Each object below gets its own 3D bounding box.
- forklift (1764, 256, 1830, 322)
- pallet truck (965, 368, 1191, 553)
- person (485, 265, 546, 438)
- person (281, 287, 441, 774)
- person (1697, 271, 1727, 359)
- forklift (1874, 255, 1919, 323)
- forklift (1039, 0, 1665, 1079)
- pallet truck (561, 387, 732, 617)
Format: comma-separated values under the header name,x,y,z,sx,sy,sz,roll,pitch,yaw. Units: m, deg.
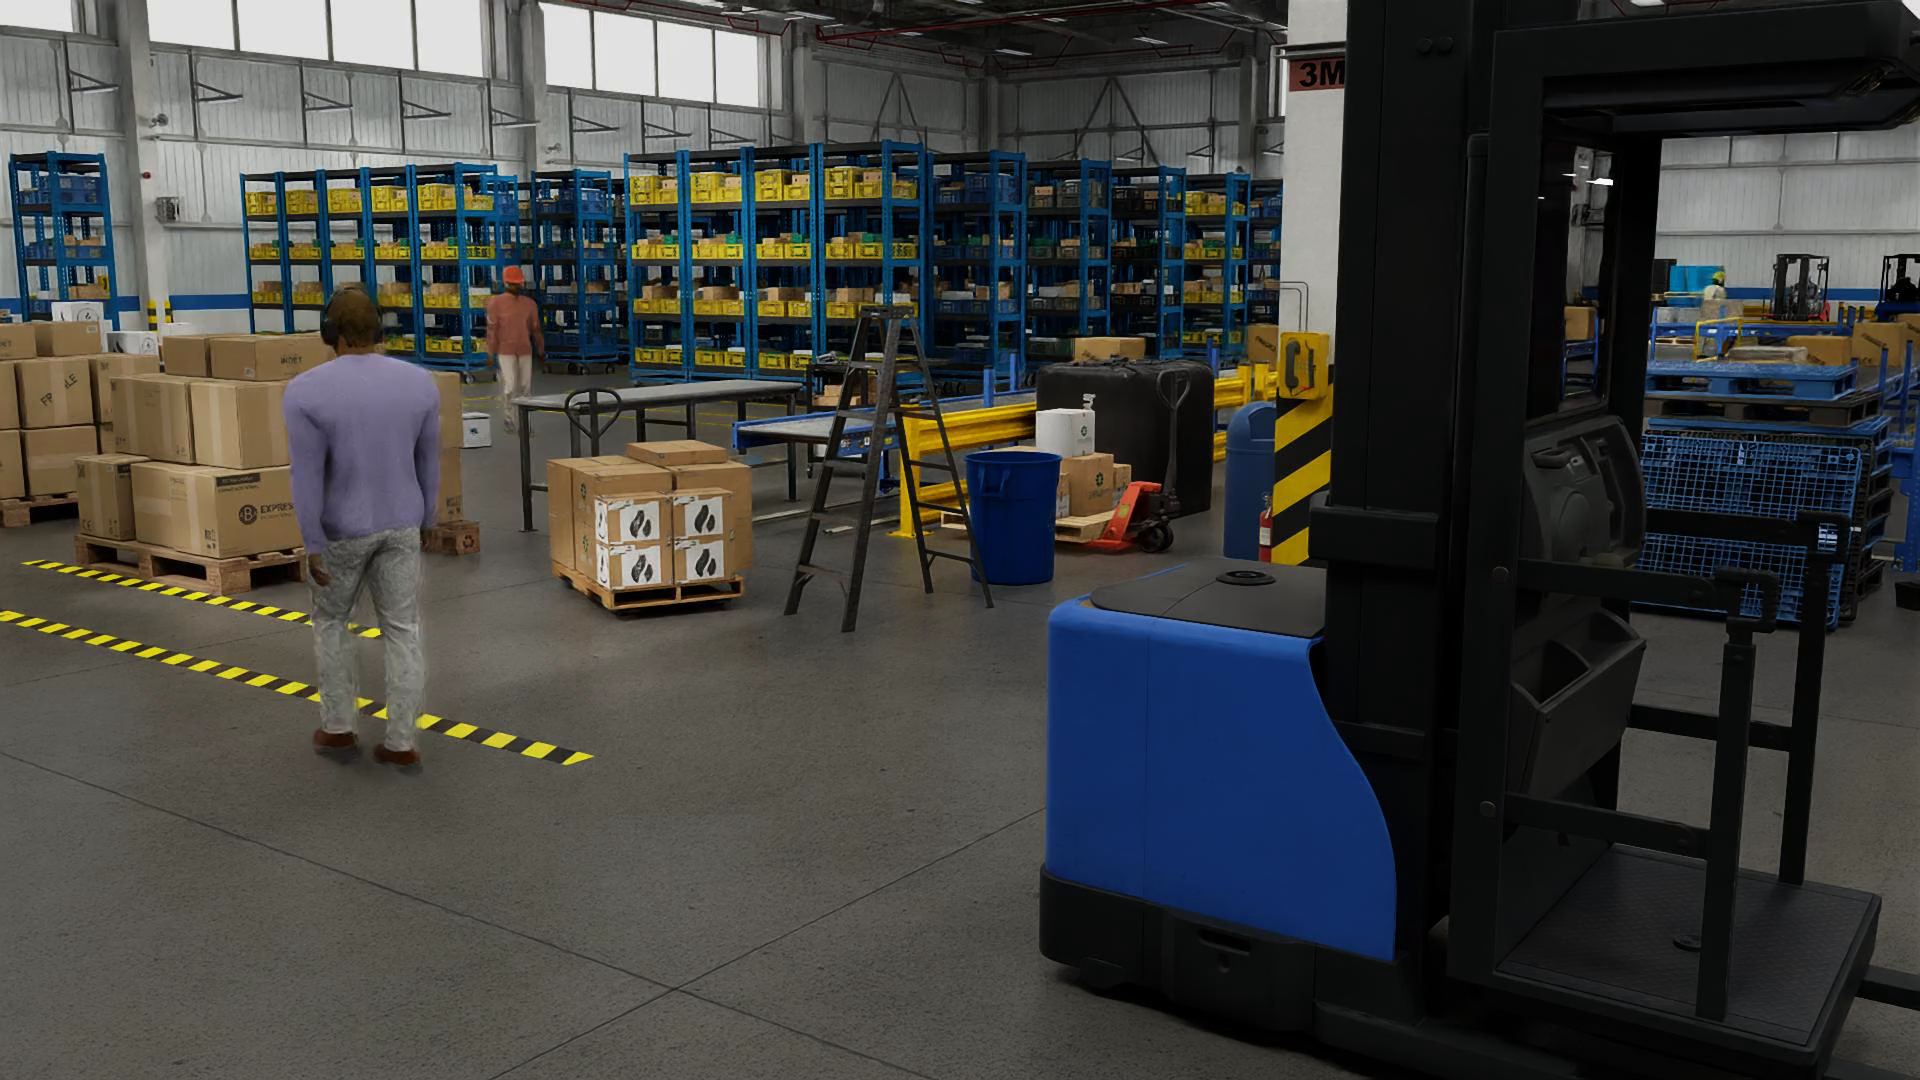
name,x,y,z,sx,sy,sz,roll,pitch,yaw
forklift,20.253,-5.854,40.139,1.157,1.987,2.680,7,12,35
pallet truck,0.845,-0.609,11.869,1.630,1.274,0.653,7,12,35
person,-5.030,-2.129,18.915,0.710,1.970,0.447,-8,13,-40
person,-2.400,-0.043,6.679,0.639,1.913,0.763,-7,12,-36
person,15.598,-4.615,34.254,0.832,1.797,0.615,-3,10,-18
forklift,22.089,-5.634,38.796,1.157,1.987,2.680,6,11,33
forklift,1.249,-0.137,4.360,1.873,2.768,1.129,7,12,35
pallet truck,-1.981,-0.274,10.088,0.680,1.201,1.601,-5,11,-28
